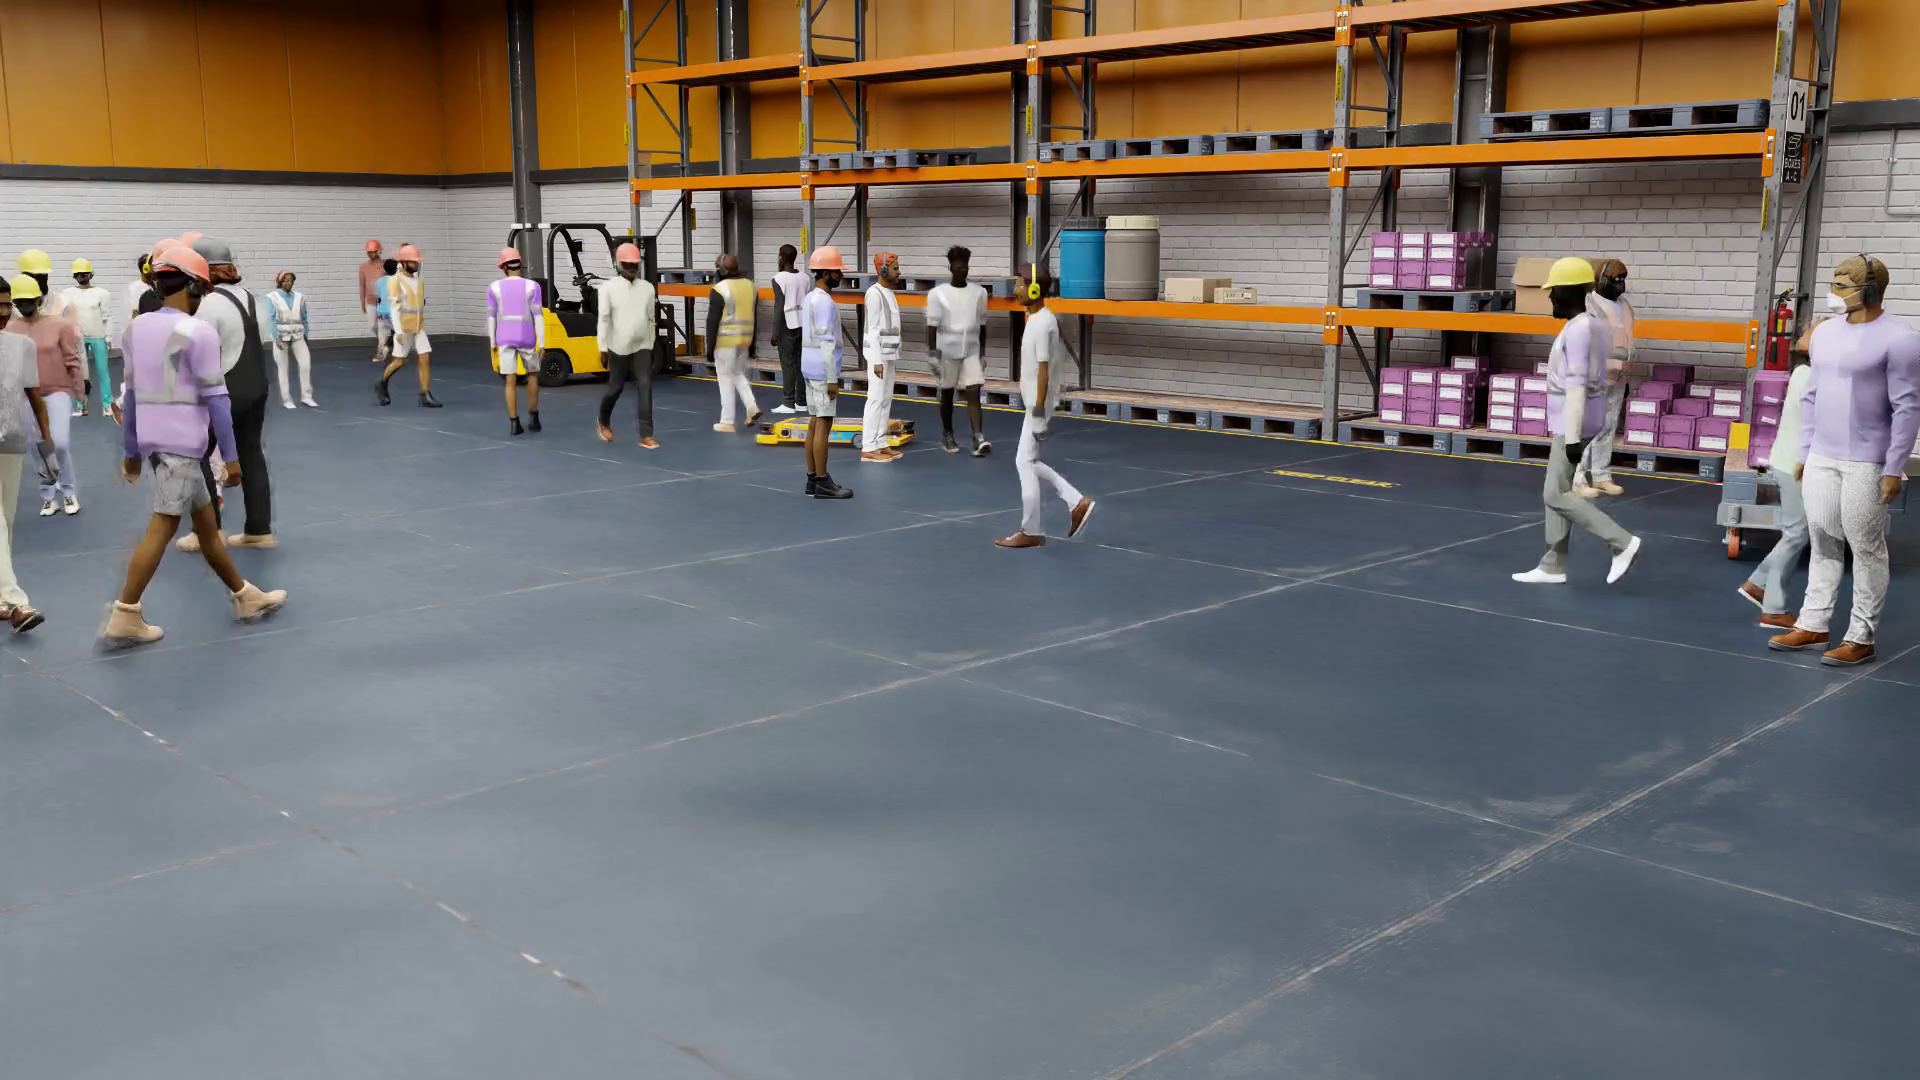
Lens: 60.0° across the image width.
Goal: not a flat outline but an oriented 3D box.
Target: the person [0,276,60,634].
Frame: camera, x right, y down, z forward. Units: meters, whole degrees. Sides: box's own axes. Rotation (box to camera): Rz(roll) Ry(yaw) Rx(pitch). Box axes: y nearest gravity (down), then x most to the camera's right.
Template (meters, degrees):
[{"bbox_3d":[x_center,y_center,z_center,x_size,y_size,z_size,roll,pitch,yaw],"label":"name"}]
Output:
[{"bbox_3d":[-4.893,-0.435,8.517,0.938,1.818,0.522,7,12,32],"label":"person"}]

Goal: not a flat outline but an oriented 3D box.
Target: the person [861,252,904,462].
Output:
[{"bbox_3d":[-0.693,-1.636,14.935,0.340,1.876,0.575,3,11,14],"label":"person"}]

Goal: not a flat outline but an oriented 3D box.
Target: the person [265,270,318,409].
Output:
[{"bbox_3d":[-7.785,-2.322,19.358,0.514,1.622,0.534,-10,15,-44],"label":"person"}]

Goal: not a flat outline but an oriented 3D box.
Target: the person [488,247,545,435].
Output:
[{"bbox_3d":[-4.531,-2.035,17.036,0.562,1.891,0.687,-1,10,-8],"label":"person"}]

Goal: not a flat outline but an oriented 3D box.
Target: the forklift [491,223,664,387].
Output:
[{"bbox_3d":[-5.316,-3.263,22.920,2.313,2.155,1.214,-10,14,-44],"label":"forklift"}]

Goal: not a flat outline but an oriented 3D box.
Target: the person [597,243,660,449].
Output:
[{"bbox_3d":[-3.244,-1.875,16.014,0.631,1.964,0.928,-8,13,-37],"label":"person"}]

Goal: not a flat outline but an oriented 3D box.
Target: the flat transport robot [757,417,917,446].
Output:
[{"bbox_3d":[-1.190,-1.057,16.135,1.431,0.197,0.652,2,11,13],"label":"flat transport robot"}]

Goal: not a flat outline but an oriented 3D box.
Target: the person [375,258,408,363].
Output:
[{"bbox_3d":[-8.957,-3.586,26.120,0.538,1.663,0.729,5,11,25],"label":"person"}]

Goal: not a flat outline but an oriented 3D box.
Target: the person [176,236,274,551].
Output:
[{"bbox_3d":[-4.792,-0.937,10.653,0.679,2.000,0.699,2,11,9],"label":"person"}]

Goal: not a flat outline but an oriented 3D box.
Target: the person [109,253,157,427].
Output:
[{"bbox_3d":[-8.471,-2.034,17.176,0.582,1.839,0.575,-1,10,-3],"label":"person"}]

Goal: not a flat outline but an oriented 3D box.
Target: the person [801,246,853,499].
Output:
[{"bbox_3d":[-1.037,-1.289,12.853,0.372,1.939,0.544,-3,11,-16],"label":"person"}]

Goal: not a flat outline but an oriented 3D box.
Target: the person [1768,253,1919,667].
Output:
[{"bbox_3d":[4.206,-0.371,7.855,0.379,1.937,0.629,-3,11,-16],"label":"person"}]

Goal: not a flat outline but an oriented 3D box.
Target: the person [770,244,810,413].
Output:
[{"bbox_3d":[-1.931,-2.408,19.007,0.384,1.918,0.596,7,12,32],"label":"person"}]

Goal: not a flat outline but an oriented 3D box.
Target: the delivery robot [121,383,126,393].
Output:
[{"bbox_3d":[-8.790,-1.607,18.108,0.707,0.478,0.477,6,12,29],"label":"delivery robot"}]

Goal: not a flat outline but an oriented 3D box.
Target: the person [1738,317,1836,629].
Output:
[{"bbox_3d":[4.326,-0.337,8.544,0.357,1.611,0.558,3,11,15],"label":"person"}]

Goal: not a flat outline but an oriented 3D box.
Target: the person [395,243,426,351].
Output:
[{"bbox_3d":[-9.674,-4.269,29.245,0.573,1.887,0.353,-8,13,-37],"label":"person"}]

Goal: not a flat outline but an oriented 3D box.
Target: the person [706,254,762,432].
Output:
[{"bbox_3d":[-2.349,-2.011,17.070,0.435,1.831,0.655,8,13,36],"label":"person"}]

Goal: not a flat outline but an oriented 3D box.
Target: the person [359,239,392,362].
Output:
[{"bbox_3d":[-9.395,-3.882,26.938,0.629,1.968,0.745,2,11,9],"label":"person"}]

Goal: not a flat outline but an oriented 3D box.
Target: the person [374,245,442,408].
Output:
[{"bbox_3d":[-6.546,-2.511,19.595,0.855,1.915,0.540,6,12,29],"label":"person"}]

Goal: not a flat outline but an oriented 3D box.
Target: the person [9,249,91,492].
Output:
[{"bbox_3d":[-7.170,-1.317,13.085,0.750,1.900,0.622,9,14,41],"label":"person"}]

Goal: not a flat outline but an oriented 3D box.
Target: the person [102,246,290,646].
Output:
[{"bbox_3d":[-3.930,-0.480,8.361,0.619,1.969,1.056,7,12,33],"label":"person"}]

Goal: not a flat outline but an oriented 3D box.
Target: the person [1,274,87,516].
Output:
[{"bbox_3d":[-6.586,-1.024,11.923,0.554,1.738,0.469,-2,11,-13],"label":"person"}]

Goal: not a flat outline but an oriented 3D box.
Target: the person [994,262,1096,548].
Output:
[{"bbox_3d":[0.541,-0.855,10.716,0.569,1.855,0.549,0,10,2],"label":"person"}]

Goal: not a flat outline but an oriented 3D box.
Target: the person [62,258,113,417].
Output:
[{"bbox_3d":[-9.750,-2.256,18.599,0.524,1.769,0.309,-2,11,-13],"label":"person"}]

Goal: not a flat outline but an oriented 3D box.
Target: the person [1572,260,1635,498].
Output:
[{"bbox_3d":[4.992,-1.245,12.917,0.618,1.836,0.430,-7,13,-34],"label":"person"}]

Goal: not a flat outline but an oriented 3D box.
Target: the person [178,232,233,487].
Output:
[{"bbox_3d":[-6.069,-1.430,13.327,0.370,2.048,0.607,-9,14,-39],"label":"person"}]

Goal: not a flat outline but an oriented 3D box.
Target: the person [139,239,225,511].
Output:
[{"bbox_3d":[-5.669,-1.186,12.137,0.622,1.992,0.394,0,10,-3],"label":"person"}]

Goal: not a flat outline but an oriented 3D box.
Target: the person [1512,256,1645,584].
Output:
[{"bbox_3d":[3.566,-0.658,9.506,0.616,1.907,0.584,5,11,25],"label":"person"}]

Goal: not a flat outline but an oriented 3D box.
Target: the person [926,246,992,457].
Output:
[{"bbox_3d":[0.006,-1.712,15.211,0.620,1.910,0.996,-3,11,-18],"label":"person"}]
